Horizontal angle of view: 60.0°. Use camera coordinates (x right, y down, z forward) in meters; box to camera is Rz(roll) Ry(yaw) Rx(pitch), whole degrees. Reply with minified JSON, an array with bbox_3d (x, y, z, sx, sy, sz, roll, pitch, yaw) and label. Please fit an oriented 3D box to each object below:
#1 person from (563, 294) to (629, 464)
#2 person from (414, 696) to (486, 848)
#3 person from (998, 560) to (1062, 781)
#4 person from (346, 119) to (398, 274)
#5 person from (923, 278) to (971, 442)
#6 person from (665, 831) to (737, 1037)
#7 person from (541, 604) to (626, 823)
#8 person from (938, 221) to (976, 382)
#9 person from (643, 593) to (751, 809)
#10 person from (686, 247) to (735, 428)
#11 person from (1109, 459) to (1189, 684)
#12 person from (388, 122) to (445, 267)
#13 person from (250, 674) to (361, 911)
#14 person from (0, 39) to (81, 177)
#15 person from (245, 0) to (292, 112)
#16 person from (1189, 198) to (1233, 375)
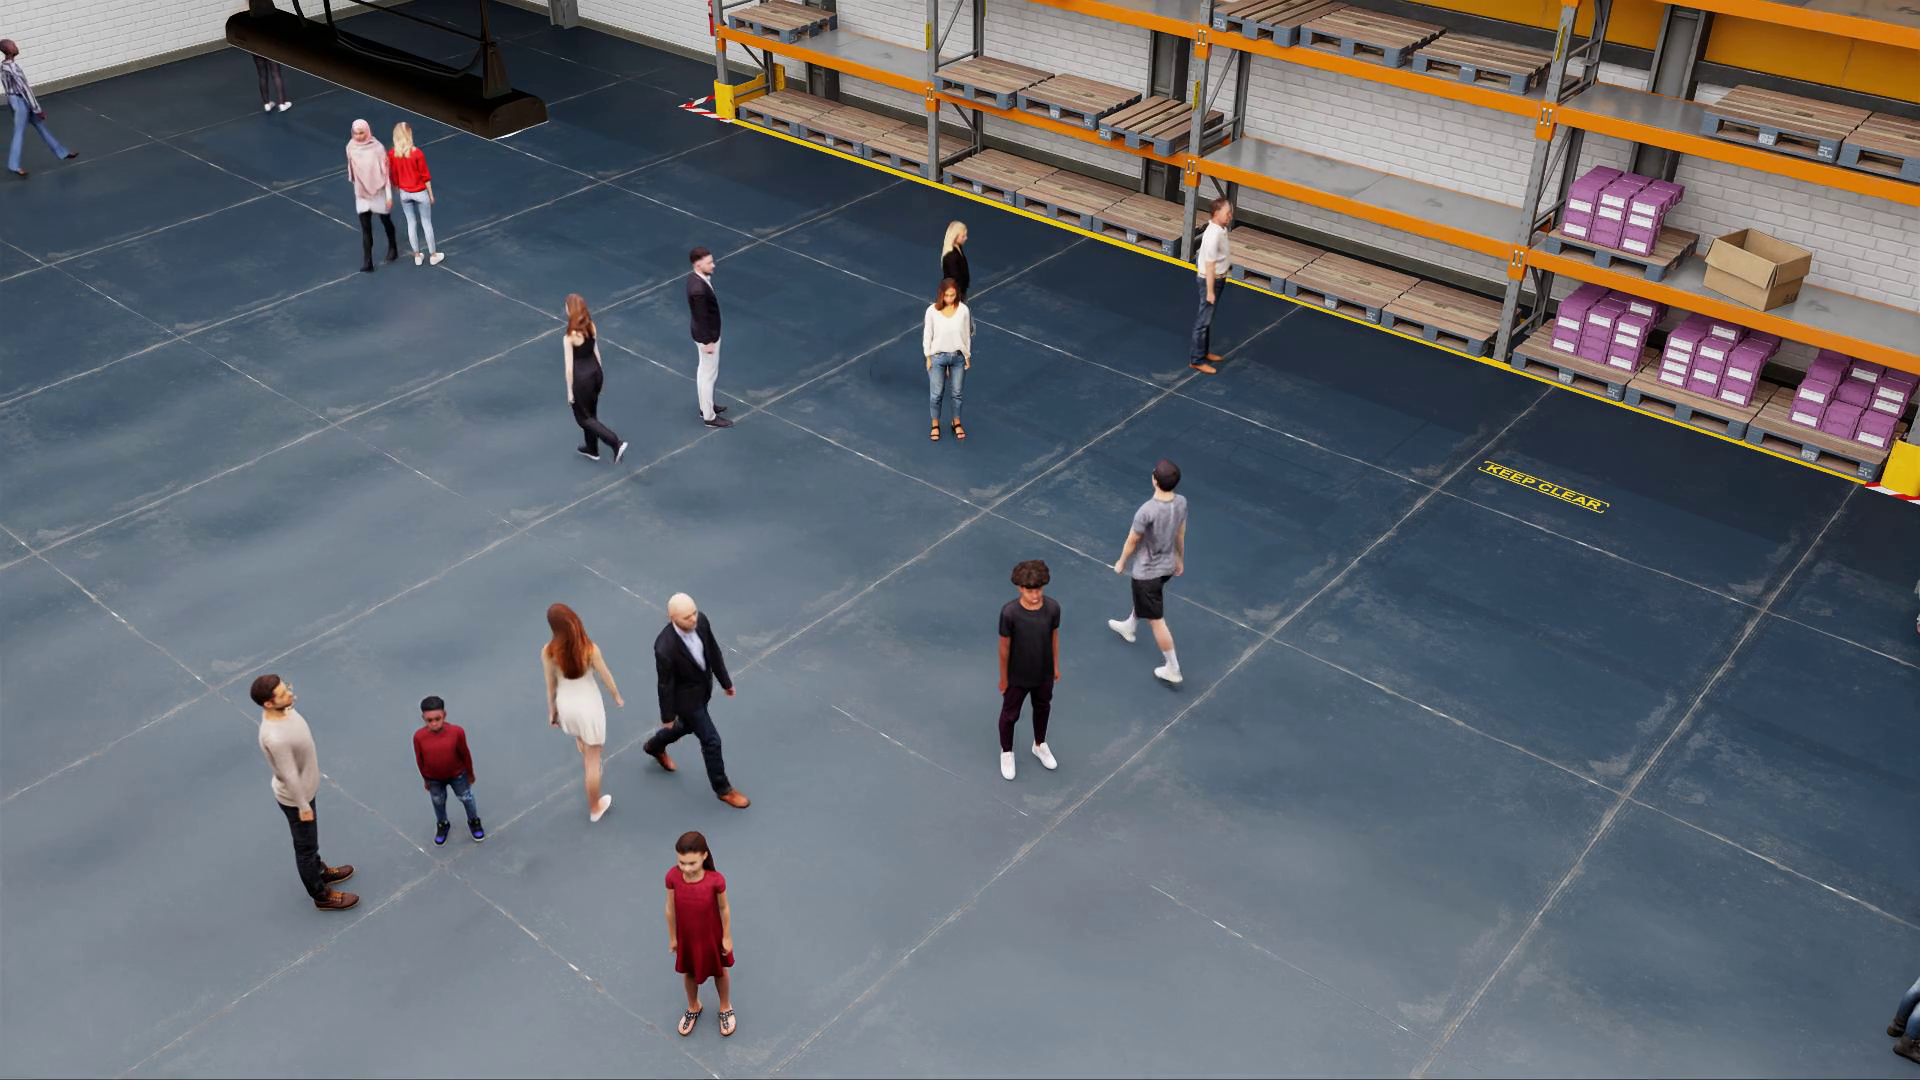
[{"bbox_3d":[-3.422,-1.453,15.510,0.958,1.727,0.692,19,38,26],"label":"person"},{"bbox_3d":[-3.528,1.566,11.400,0.590,1.250,0.642,-5,34,-7],"label":"person"},{"bbox_3d":[0.493,0.898,11.922,0.721,1.784,0.739,-11,35,-16],"label":"person"},{"bbox_3d":[-6.802,-4.060,19.395,1.109,1.769,1.115,2,34,2],"label":"person"},{"bbox_3d":[-0.118,-1.761,16.018,0.692,1.678,0.742,-4,34,-7],"label":"person"},{"bbox_3d":[-1.555,2.335,9.969,0.681,1.553,0.741,1,34,1],"label":"person"},{"bbox_3d":[-2.656,1.230,11.516,0.975,1.680,0.989,3,34,5],"label":"person"},{"bbox_3d":[-0.154,-2.355,16.780,0.837,1.824,0.775,3,34,4],"label":"person"},{"bbox_3d":[-1.950,1.065,11.681,1.243,1.774,0.883,14,36,20],"label":"person"},{"bbox_3d":[-2.495,-1.993,16.221,0.798,1.839,0.709,-7,34,-10],"label":"person"},{"bbox_3d":[1.550,0.270,12.817,0.801,1.840,1.225,-23,40,-31],"label":"person"},{"bbox_3d":[-6.375,-4.032,19.411,0.657,1.705,0.742,0,34,1],"label":"person"},{"bbox_3d":[-4.291,1.617,10.764,0.804,1.868,0.685,-12,35,-17],"label":"person"},{"bbox_3d":[-12.336,-5.587,21.725,0.838,1.733,1.154,-26,41,-33],"label":"person"},{"bbox_3d":[-10.013,-7.028,23.940,0.658,1.681,0.750,3,34,4],"label":"person"},{"bbox_3d":[2.582,-2.666,17.219,0.693,1.856,0.734,12,35,17],"label":"person"}]
